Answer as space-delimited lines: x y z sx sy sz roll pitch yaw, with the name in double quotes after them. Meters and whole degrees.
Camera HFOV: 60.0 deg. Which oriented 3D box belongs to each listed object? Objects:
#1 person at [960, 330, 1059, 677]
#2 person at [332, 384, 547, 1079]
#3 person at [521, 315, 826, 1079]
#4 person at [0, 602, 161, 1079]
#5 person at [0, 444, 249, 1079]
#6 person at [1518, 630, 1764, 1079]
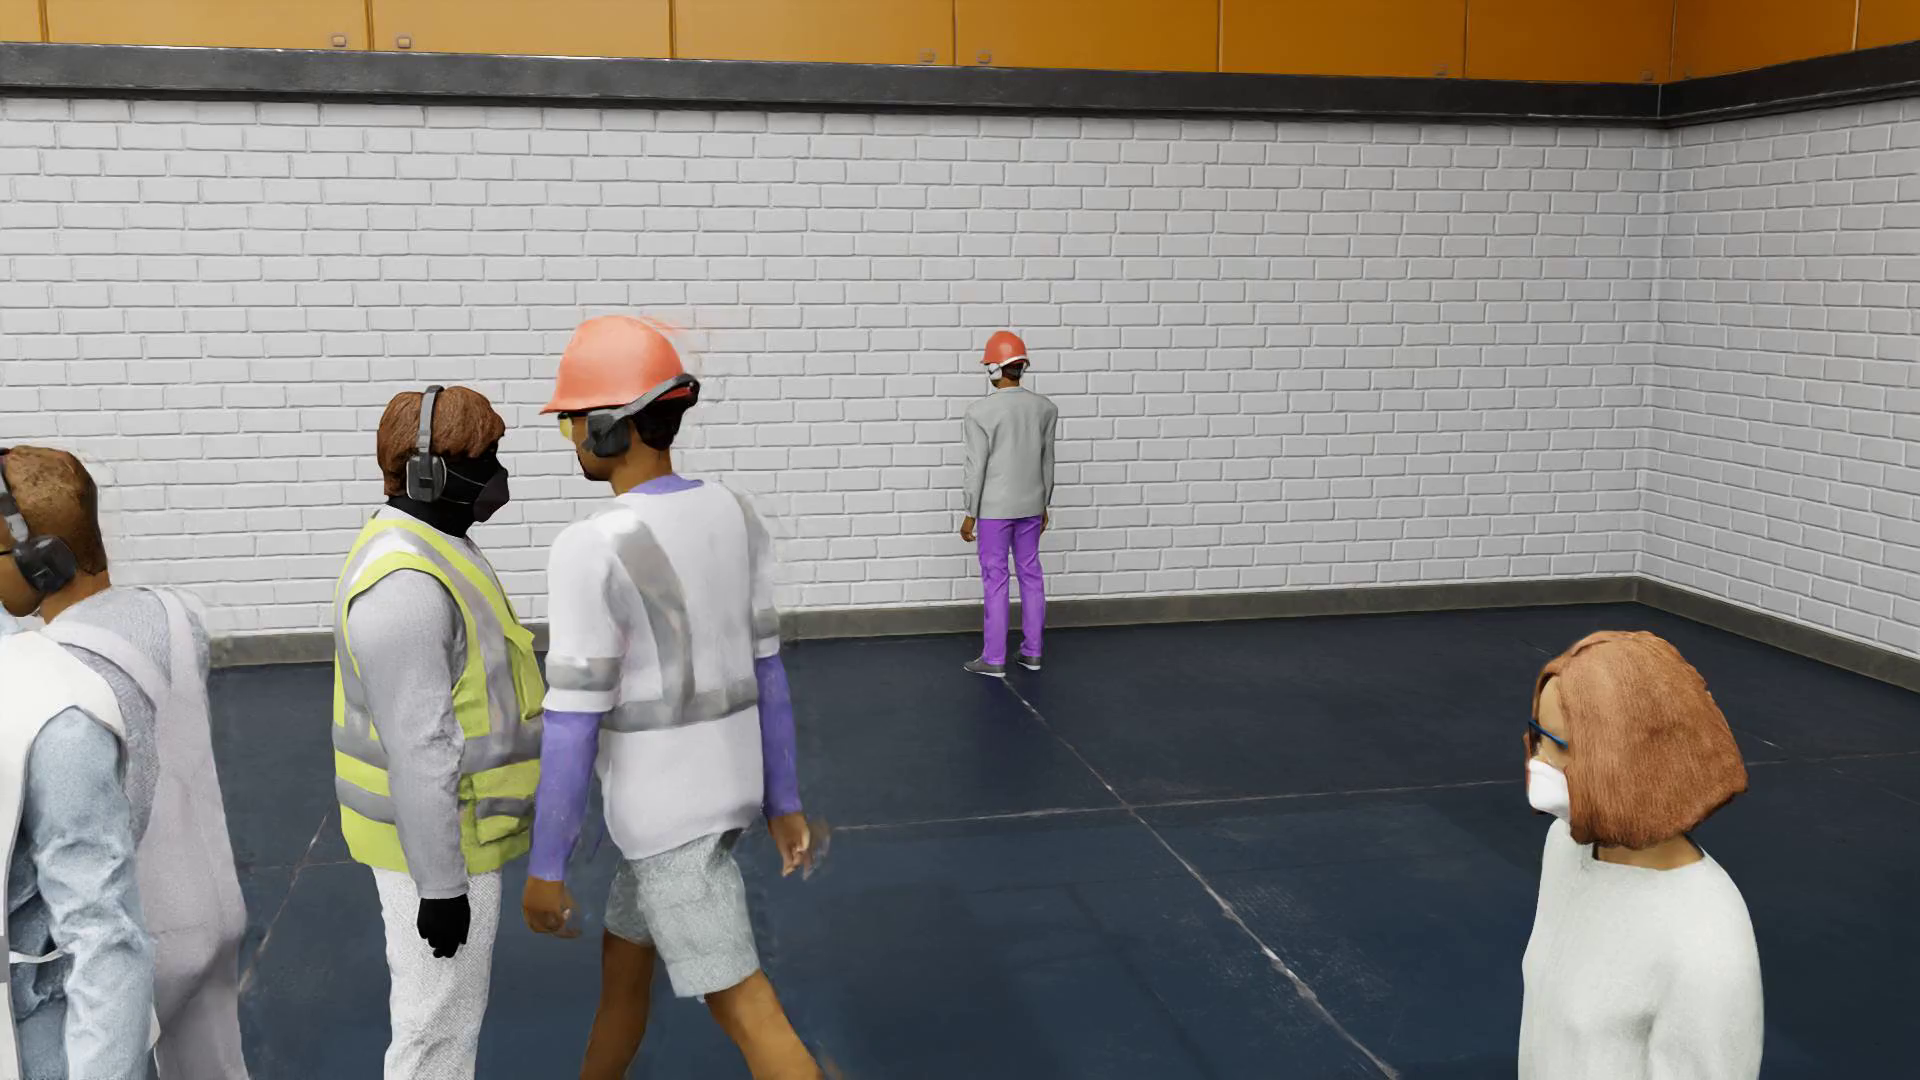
0.237 -0.185 8.468 0.563 1.754 0.321 -7 11 -35 "person"
-1.037 0.604 3.402 0.429 1.841 0.634 -2 10 -14 "person"
-0.583 0.536 3.424 1.119 1.981 0.620 4 10 21 "person"
-1.319 0.755 2.247 0.590 1.920 0.398 5 10 26 "person"
-1.361 0.720 2.863 0.871 1.800 0.538 1 9 7 "person"
0.842 0.917 2.159 0.278 1.627 0.505 0 9 0 "person"
